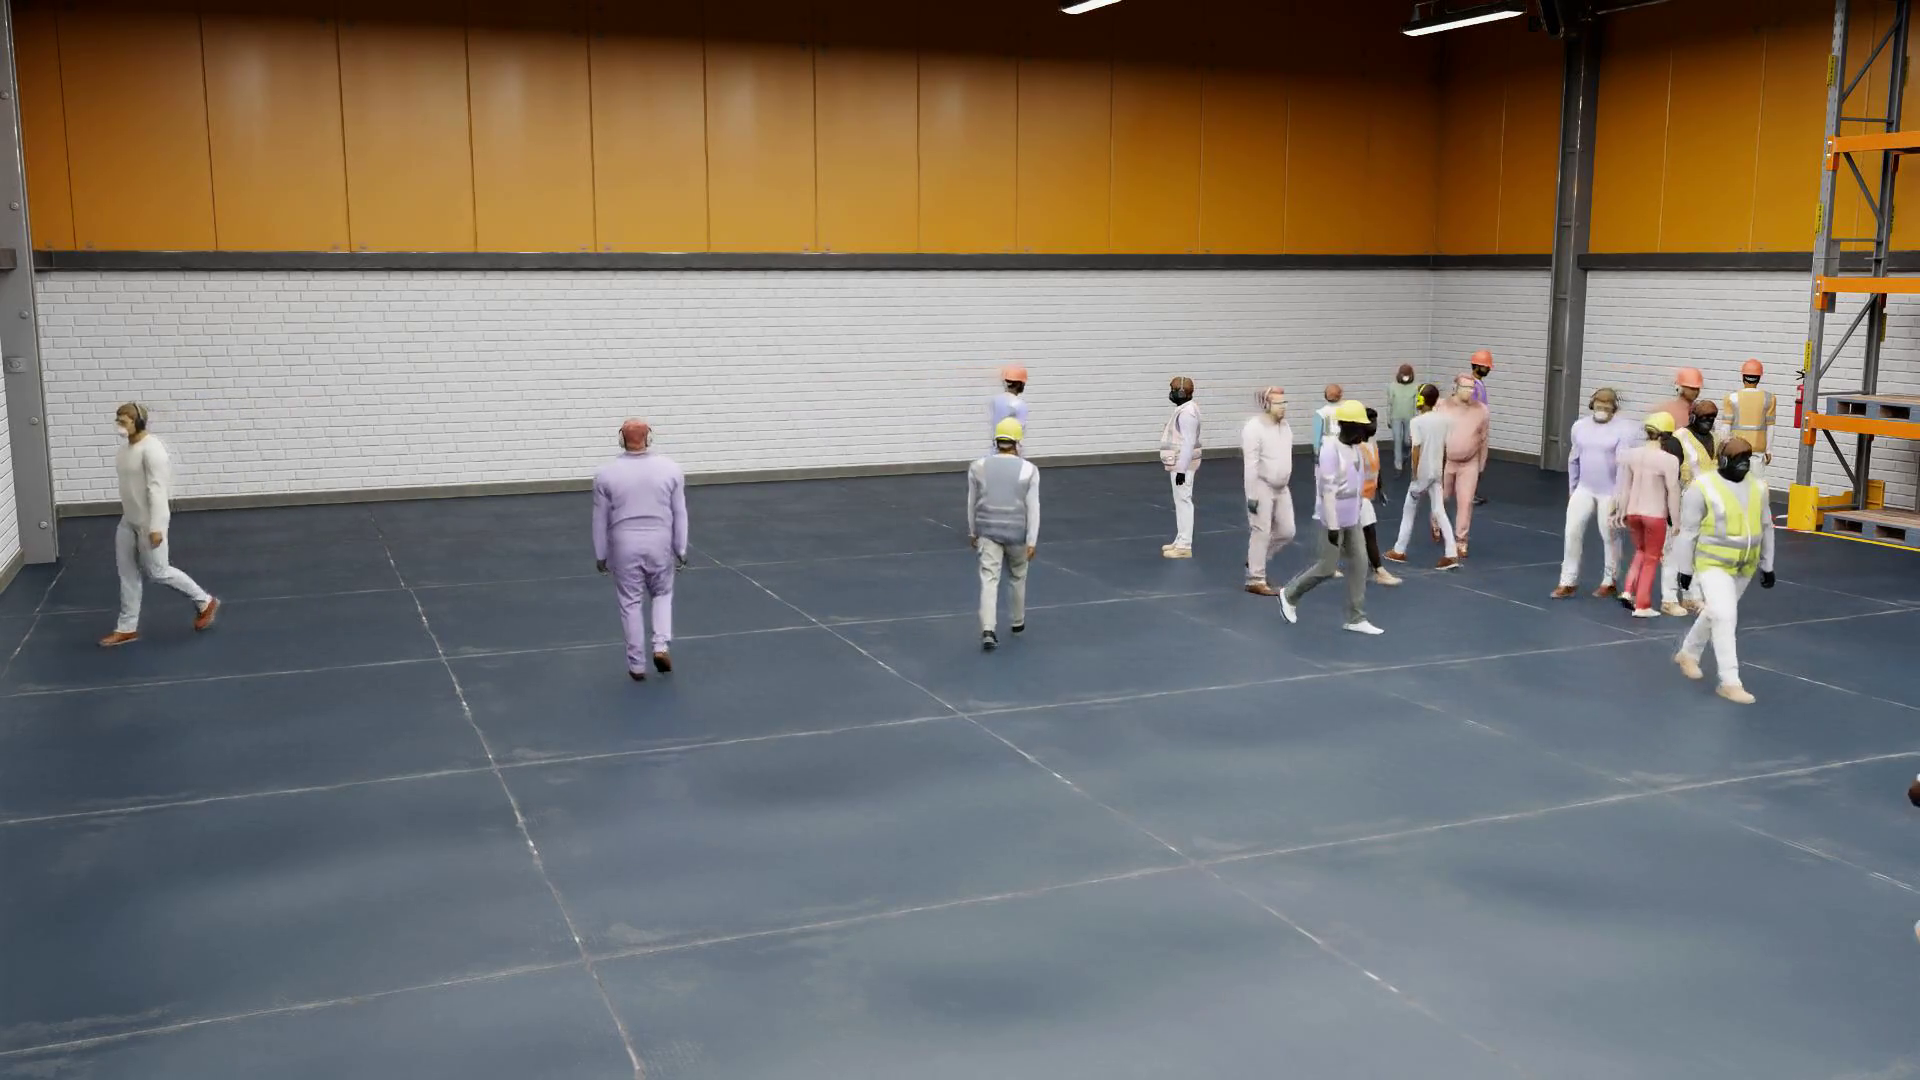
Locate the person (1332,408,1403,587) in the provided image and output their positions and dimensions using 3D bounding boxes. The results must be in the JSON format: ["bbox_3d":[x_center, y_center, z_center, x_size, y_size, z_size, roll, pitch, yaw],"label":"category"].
[{"bbox_3d":[3.733,-0.414,15.521,0.872,1.651,0.541,6,11,33],"label":"person"}]

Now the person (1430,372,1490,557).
[{"bbox_3d":[5.113,-0.802,17.189,0.654,1.889,0.788,1,9,7],"label":"person"}]

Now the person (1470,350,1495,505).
[{"bbox_3d":[6.395,-1.387,20.619,0.392,1.923,0.552,5,10,26],"label":"person"}]

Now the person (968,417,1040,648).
[{"bbox_3d":[0.333,-0.062,13.008,0.588,1.791,0.927,2,10,10],"label":"person"}]

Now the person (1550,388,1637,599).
[{"bbox_3d":[5.594,-0.392,14.661,0.845,1.890,0.646,-8,12,-40],"label":"person"}]

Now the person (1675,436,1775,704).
[{"bbox_3d":[5.321,0.162,11.616,0.628,1.805,0.948,-3,10,-15],"label":"person"}]

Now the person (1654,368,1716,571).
[{"bbox_3d":[7.102,-0.688,16.215,0.622,1.961,0.819,-2,10,-11],"label":"person"}]

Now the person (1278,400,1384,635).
[{"bbox_3d":[3.029,-0.195,13.456,0.813,1.898,0.590,9,13,43],"label":"person"}]

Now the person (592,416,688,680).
[{"bbox_3d":[-2.288,0.062,11.891,0.669,1.894,0.432,-3,10,-15],"label":"person"}]

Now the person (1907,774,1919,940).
[{"bbox_3d":[4.128,0.959,6.652,0.581,1.839,0.946,-2,10,-10],"label":"person"}]

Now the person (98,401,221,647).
[{"bbox_3d":[-6.386,-0.144,13.126,0.645,1.918,0.862,7,12,37],"label":"person"}]

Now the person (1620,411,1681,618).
[{"bbox_3d":[5.819,-0.208,13.978,0.369,1.750,0.543,-5,10,-26],"label":"person"}]

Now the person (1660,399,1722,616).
[{"bbox_3d":[6.240,-0.277,14.139,0.619,1.839,0.430,-4,10,-25],"label":"person"}]

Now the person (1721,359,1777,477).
[{"bbox_3d":[8.683,-1.025,18.368,0.551,1.937,0.357,3,10,16],"label":"person"}]

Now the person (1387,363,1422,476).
[{"bbox_3d":[6.322,-1.729,23.672,0.507,1.605,0.610,2,10,14],"label":"person"}]

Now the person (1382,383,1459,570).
[{"bbox_3d":[4.594,-0.626,16.344,0.562,1.817,0.994,-5,11,-27],"label":"person"}]

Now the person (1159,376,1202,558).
[{"bbox_3d":[2.244,-0.742,16.942,0.429,1.842,0.633,1,9,6],"label":"person"}]

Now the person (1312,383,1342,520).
[{"bbox_3d":[4.317,-0.995,19.135,0.518,1.614,0.654,-3,10,-18],"label":"person"}]

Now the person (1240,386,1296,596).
[{"bbox_3d":[2.775,-0.438,14.968,0.650,1.893,0.444,-8,12,-40],"label":"person"}]

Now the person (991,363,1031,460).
[{"bbox_3d":[0.495,-0.939,17.901,0.644,1.919,0.556,-7,12,-38],"label":"person"}]
